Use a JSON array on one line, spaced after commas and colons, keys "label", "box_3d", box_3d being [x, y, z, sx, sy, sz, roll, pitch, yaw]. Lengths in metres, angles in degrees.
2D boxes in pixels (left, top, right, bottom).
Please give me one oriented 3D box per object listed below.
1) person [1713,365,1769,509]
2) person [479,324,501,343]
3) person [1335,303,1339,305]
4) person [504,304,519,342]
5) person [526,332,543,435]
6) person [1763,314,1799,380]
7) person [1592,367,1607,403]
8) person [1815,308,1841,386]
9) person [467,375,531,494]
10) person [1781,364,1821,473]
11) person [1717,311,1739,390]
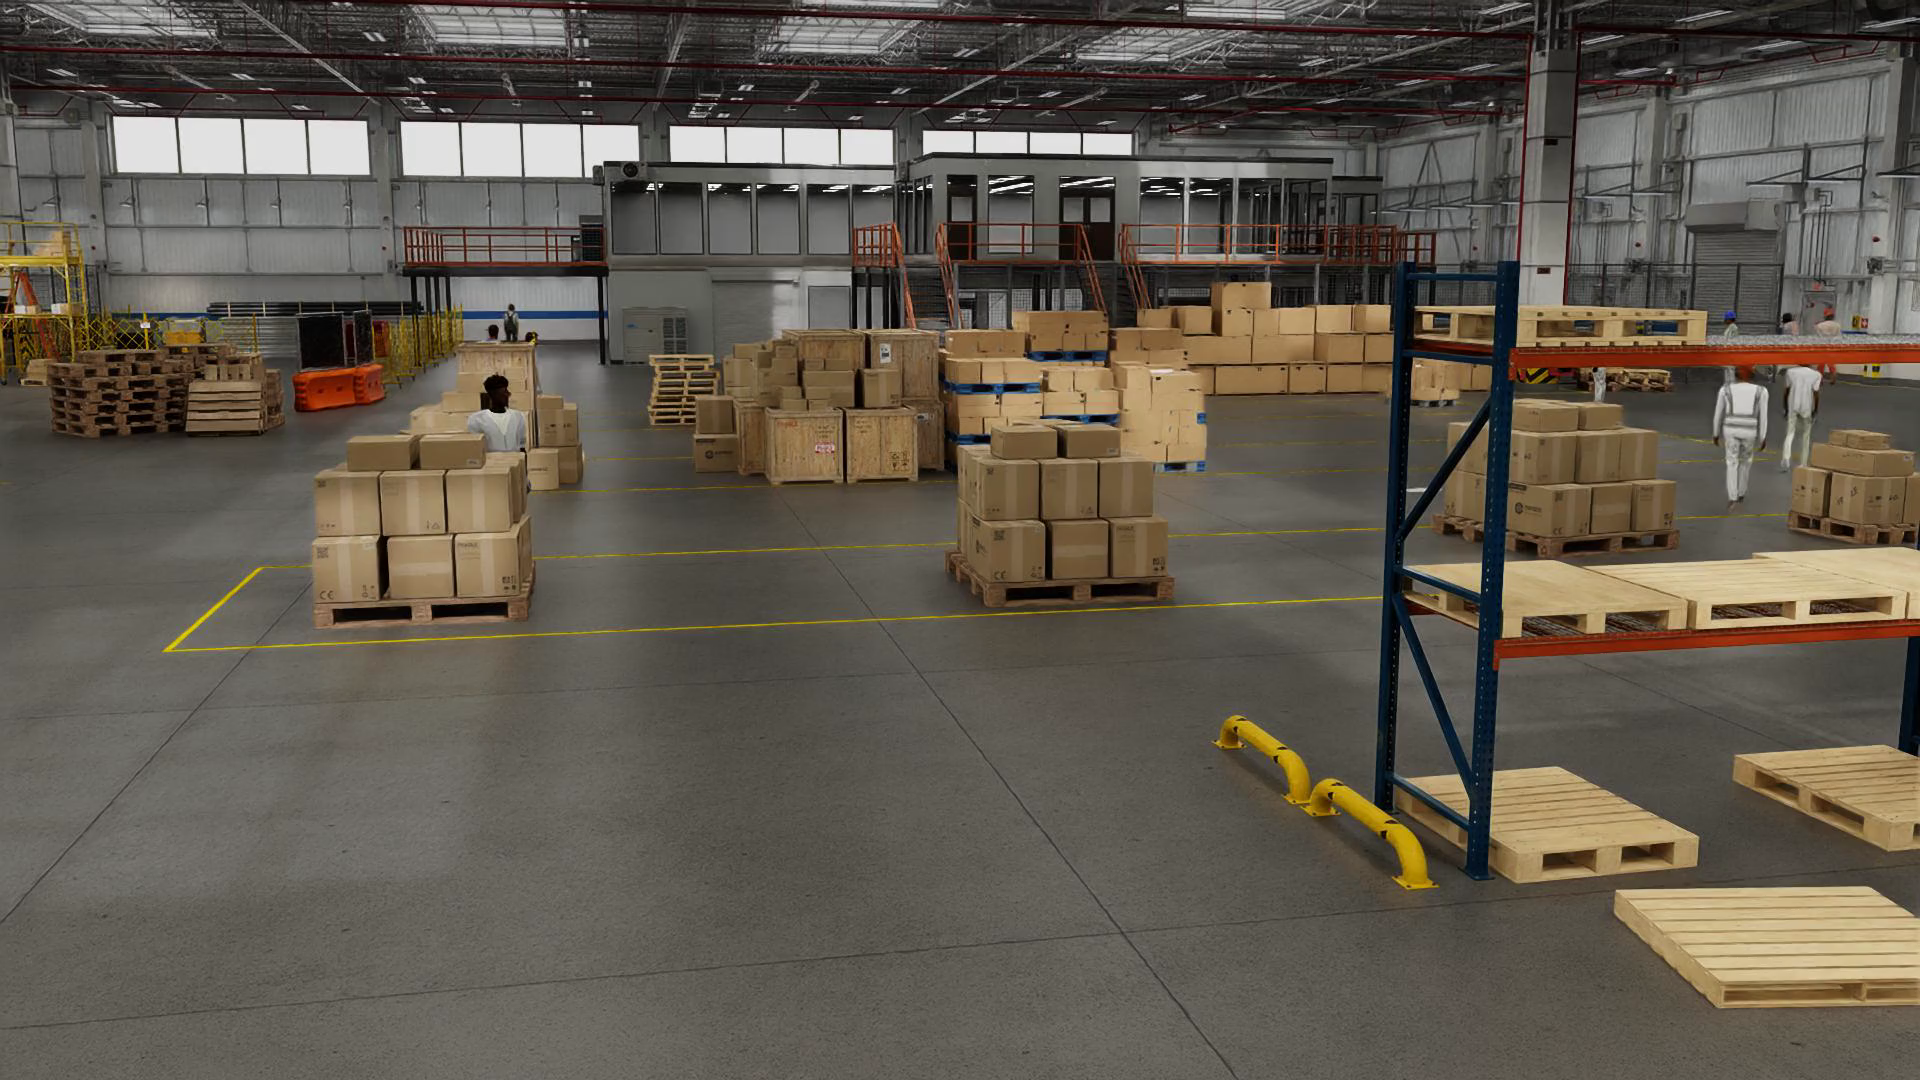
[{"label": "person", "box_3d": [9.807, -1.331, 20.929, 0.601, 1.830, 0.977, 4, 10, 23]}, {"label": "person", "box_3d": [-8.988, -3.214, 32.180, 0.633, 1.898, 0.577, 2, 9, 10]}, {"label": "person", "box_3d": [12.128, -6.714, 53.672, 0.602, 1.846, 0.906, -2, 9, -10]}, {"label": "person", "box_3d": [-14.923, -6.949, 55.312, 0.530, 1.801, 0.981, 0, 9, -3]}, {"label": "person", "box_3d": [-7.631, -2.797, 29.795, 0.363, 1.859, 0.520, -7, 12, -36]}, {"label": "person", "box_3d": [21.675, -5.042, 43.662, 0.656, 1.786, 0.893, -5, 11, -30]}, {"label": "person", "box_3d": [13.734, -3.769, 35.747, 0.429, 1.846, 0.633, 6, 11, 34]}, {"label": "person", "box_3d": [21.877, -4.849, 41.936, 0.623, 1.975, 0.692, 1, 9, 7]}, {"label": "person", "box_3d": [-4.492, -0.633, 16.257, 0.613, 1.965, 0.361, -7, 12, -38]}, {"label": "person", "box_3d": [12.293, -1.899, 24.372, 0.522, 1.844, 0.800, 7, 12, 37]}, {"label": "person", "box_3d": [18.648, -4.571, 40.328, 0.405, 1.943, 0.613, 2, 9, 10]}]
